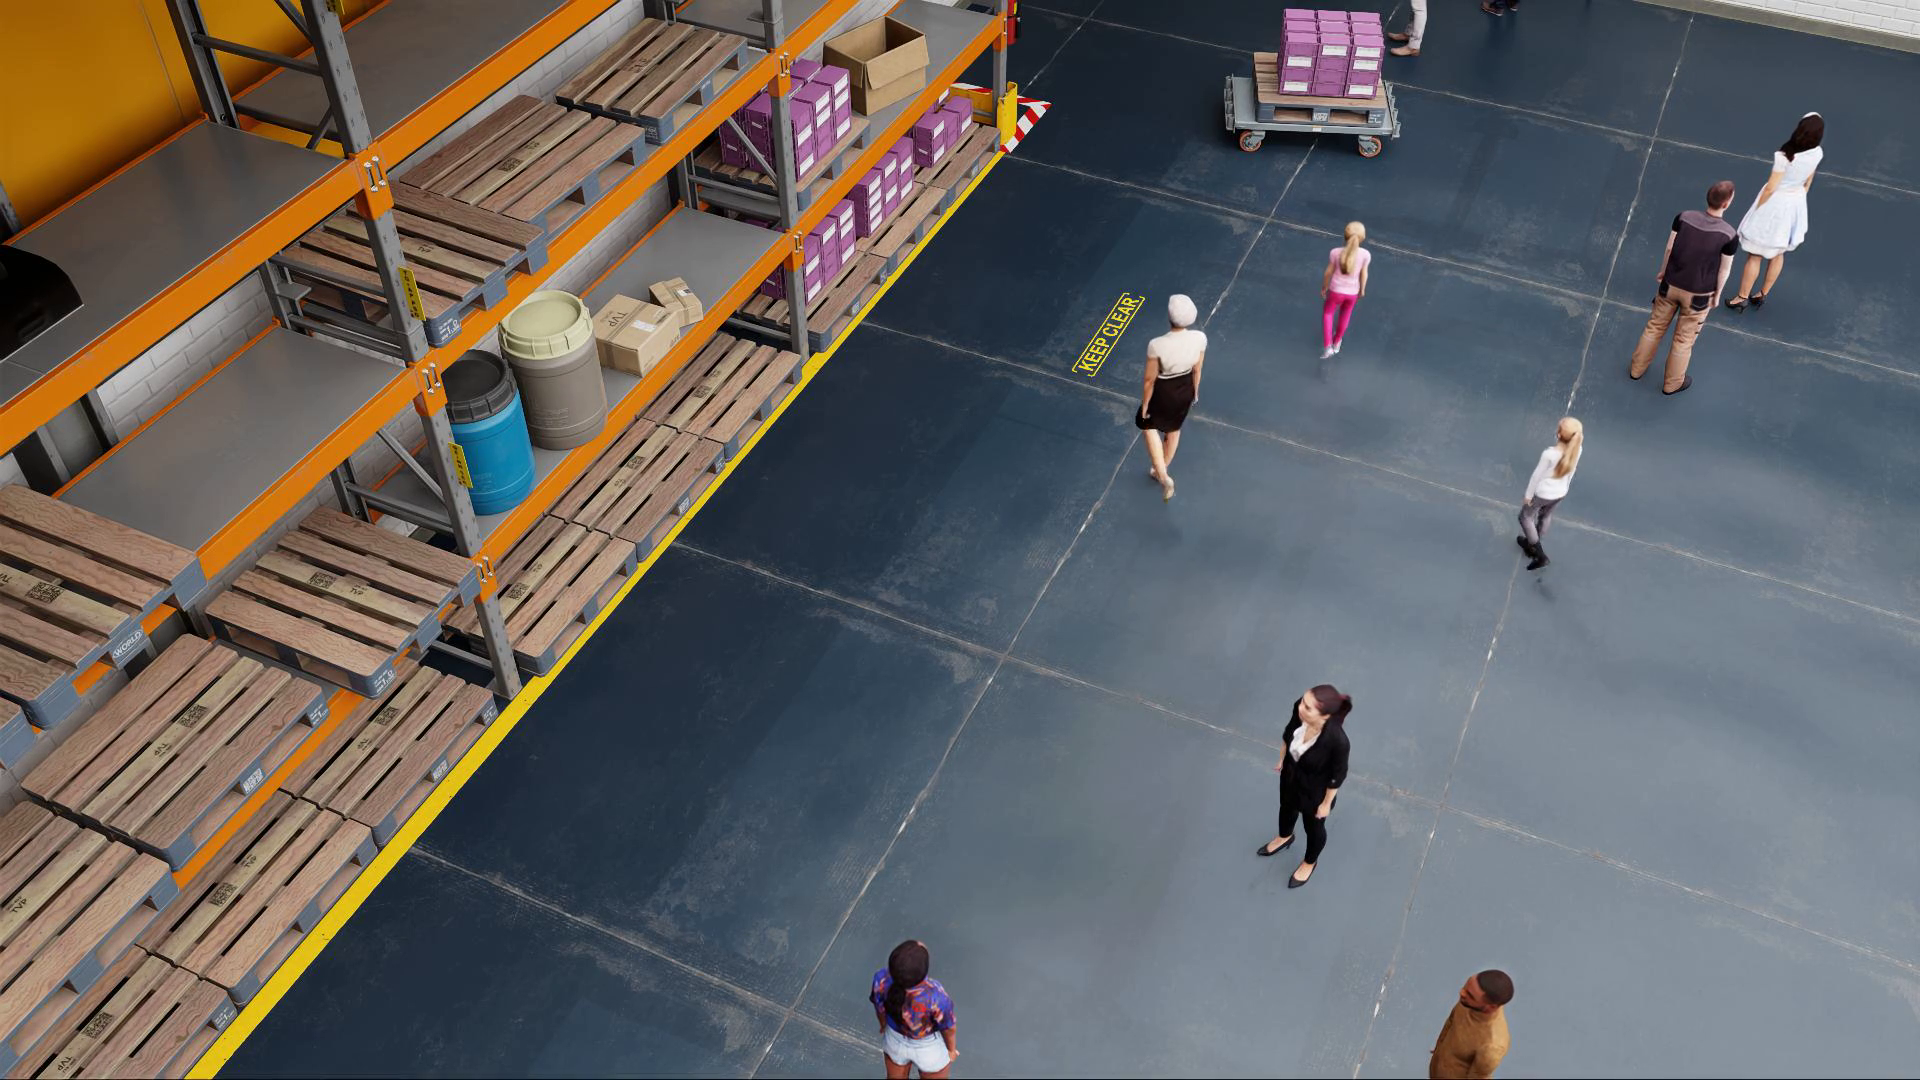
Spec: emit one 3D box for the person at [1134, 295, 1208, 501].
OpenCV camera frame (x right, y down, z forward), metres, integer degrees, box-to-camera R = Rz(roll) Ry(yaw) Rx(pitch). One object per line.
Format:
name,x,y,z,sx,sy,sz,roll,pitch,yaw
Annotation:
person,1.533,-0.973,11.965,0.883,1.743,0.965,-10,44,-10

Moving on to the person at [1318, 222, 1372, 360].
person,3.084,-1.985,13.373,0.607,1.264,0.784,7,44,7

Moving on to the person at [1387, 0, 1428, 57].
person,4.748,-5.918,17.045,0.787,1.894,0.616,6,44,7

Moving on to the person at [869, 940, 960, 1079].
person,-0.225,2.513,8.304,0.597,1.743,0.521,15,46,16

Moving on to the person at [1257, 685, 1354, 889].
person,2.006,1.386,9.548,0.718,1.660,0.690,-23,48,-22

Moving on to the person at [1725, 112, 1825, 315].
person,6.733,-2.678,13.701,0.849,1.816,0.896,-7,44,-7

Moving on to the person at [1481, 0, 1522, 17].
person,5.982,-6.521,17.711,0.845,1.848,0.938,-21,47,-20

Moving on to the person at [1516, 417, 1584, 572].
person,4.134,-0.300,11.599,0.710,1.271,0.785,-11,45,-11

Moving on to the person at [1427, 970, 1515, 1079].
person,2.443,2.640,8.118,0.756,1.817,0.632,0,44,0

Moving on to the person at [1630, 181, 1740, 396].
person,5.666,-1.986,12.956,0.728,1.841,0.762,-33,53,-30
